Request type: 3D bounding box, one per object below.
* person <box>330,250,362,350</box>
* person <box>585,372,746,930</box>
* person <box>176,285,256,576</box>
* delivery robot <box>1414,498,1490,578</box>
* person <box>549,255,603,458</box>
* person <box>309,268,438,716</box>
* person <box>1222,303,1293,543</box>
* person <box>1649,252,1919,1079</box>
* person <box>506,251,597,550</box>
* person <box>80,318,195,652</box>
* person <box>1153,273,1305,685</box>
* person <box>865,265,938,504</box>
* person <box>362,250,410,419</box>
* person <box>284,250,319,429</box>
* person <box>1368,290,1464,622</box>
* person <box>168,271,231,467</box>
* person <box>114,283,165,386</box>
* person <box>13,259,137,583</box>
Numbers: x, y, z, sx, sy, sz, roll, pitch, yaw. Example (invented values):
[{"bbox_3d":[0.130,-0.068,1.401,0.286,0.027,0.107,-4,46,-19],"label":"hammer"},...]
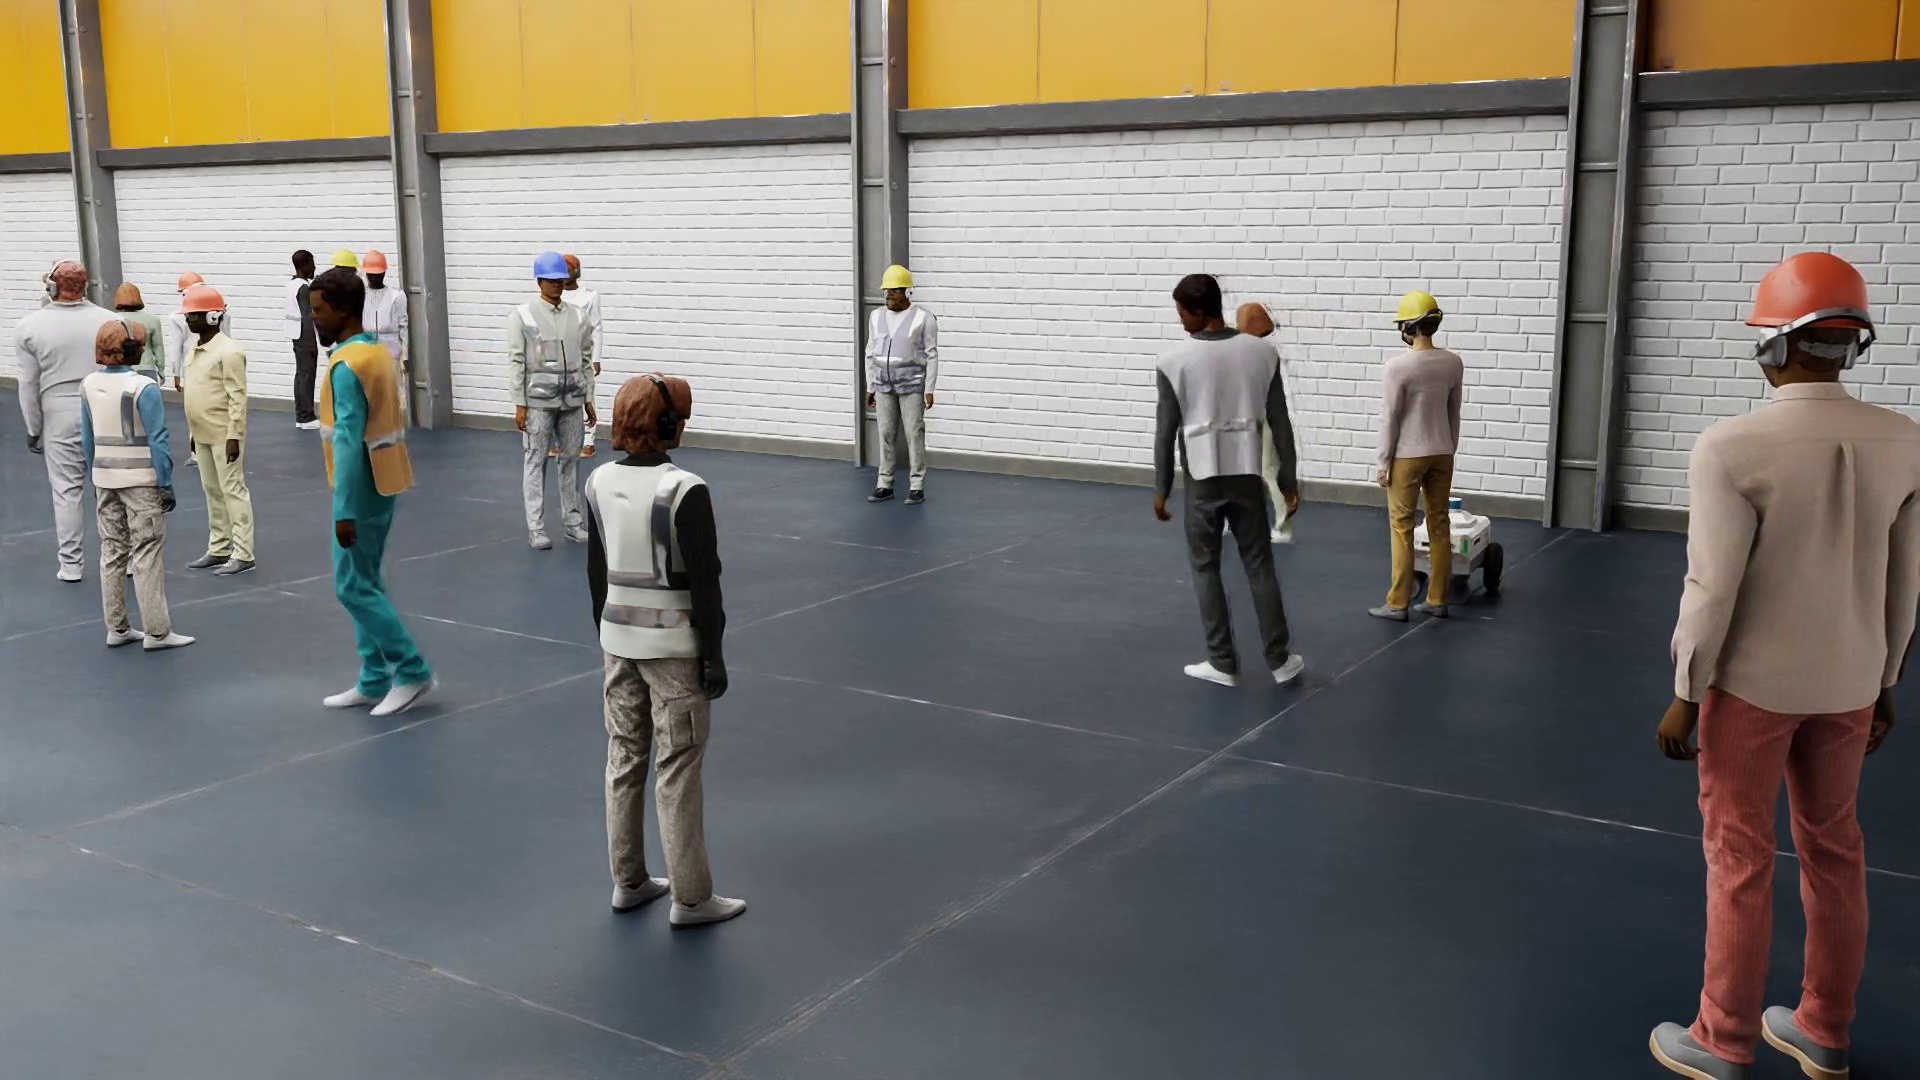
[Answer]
[{"bbox_3d":[-6.221,-1.980,16.921,0.384,1.923,0.594,-7,12,-33],"label":"person"},{"bbox_3d":[-0.891,0.330,4.912,0.514,1.641,0.309,7,13,36],"label":"person"},{"bbox_3d":[-4.537,-0.665,10.112,0.559,1.752,0.326,8,13,38],"label":"person"},{"bbox_3d":[2.793,0.003,9.475,0.477,0.478,0.707,5,11,26],"label":"delivery robot"},{"bbox_3d":[-3.612,-1.703,15.506,0.573,1.883,0.357,3,11,14],"label":"person"},{"bbox_3d":[-2.516,-0.172,7.065,0.471,1.886,0.598,-1,10,-8],"label":"person"},{"bbox_3d":[1.889,-0.770,11.098,0.776,1.595,0.494,2,10,11],"label":"person"},{"bbox_3d":[1.942,0.329,3.933,0.622,1.992,0.394,-2,10,-12],"label":"person"},{"bbox_3d":[-2.684,-0.921,10.991,0.605,1.949,0.384,-9,14,-41],"label":"person"},{"bbox_3d":[-4.091,-0.265,8.210,0.523,1.639,0.309,4,11,22],"label":"person"},{"bbox_3d":[1.219,-0.268,7.585,0.679,1.873,0.453,-2,10,-10],"label":"person"},{"bbox_3d":[-0.466,-1.186,12.779,0.600,1.829,0.404,5,11,24],"label":"person"},{"bbox_3d":[-5.431,-1.737,15.560,0.543,1.931,0.371,-3,11,-16],"label":"person"},{"bbox_3d":[-7.052,-2.152,17.895,0.378,1.917,0.598,-7,12,-33],"label":"person"},{"bbox_3d":[2.424,-0.439,8.854,0.524,1.761,0.339,-5,11,-24],"label":"person"},{"bbox_3d":[-6.815,-1.531,14.936,0.354,1.743,0.565,9,14,41],"label":"person"},{"bbox_3d":[-7.517,-1.518,15.169,0.507,1.632,0.274,-8,13,-37],"label":"person"},{"bbox_3d":[-5.209,-0.701,9.876,0.640,1.913,0.410,-6,12,-30],"label":"person"}]
